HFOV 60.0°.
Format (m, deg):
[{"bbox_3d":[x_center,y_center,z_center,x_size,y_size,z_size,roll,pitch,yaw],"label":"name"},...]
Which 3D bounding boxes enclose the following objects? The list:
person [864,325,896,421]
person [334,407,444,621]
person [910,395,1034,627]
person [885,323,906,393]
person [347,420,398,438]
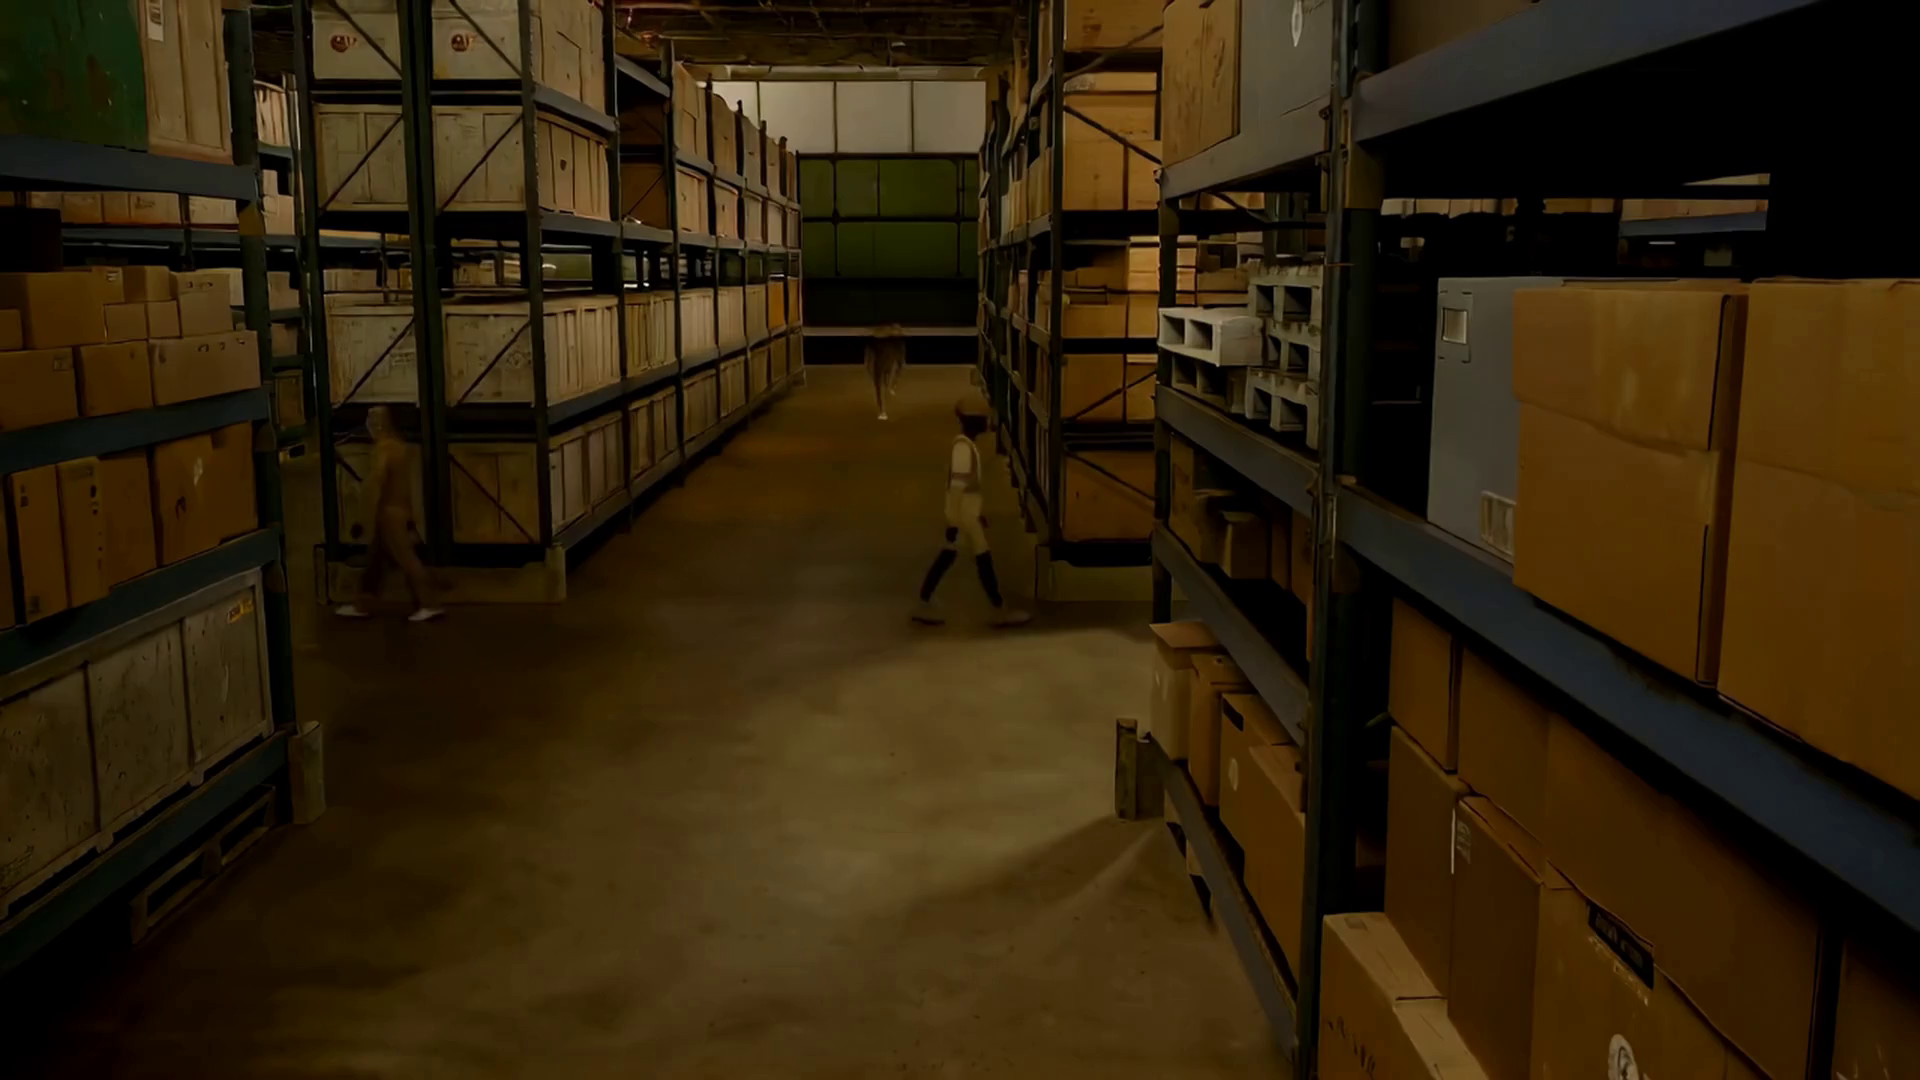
[{"bbox_3d":[-1.621,-3.375,33.569,0.646,1.891,0.909,-2,9,-12],"label":"person"},{"bbox_3d":[-4.935,-0.211,14.294,0.996,1.853,0.653,0,9,0],"label":"person"},{"bbox_3d":[0.061,-0.235,14.059,1.070,1.985,0.628,0,9,-1],"label":"person"},{"bbox_3d":[-1.604,-4.405,40.387,0.570,1.732,0.665,3,10,19],"label":"person"},{"bbox_3d":[-7.817,-1.505,22.106,0.647,1.897,0.439,-1,9,-5],"label":"person"}]
